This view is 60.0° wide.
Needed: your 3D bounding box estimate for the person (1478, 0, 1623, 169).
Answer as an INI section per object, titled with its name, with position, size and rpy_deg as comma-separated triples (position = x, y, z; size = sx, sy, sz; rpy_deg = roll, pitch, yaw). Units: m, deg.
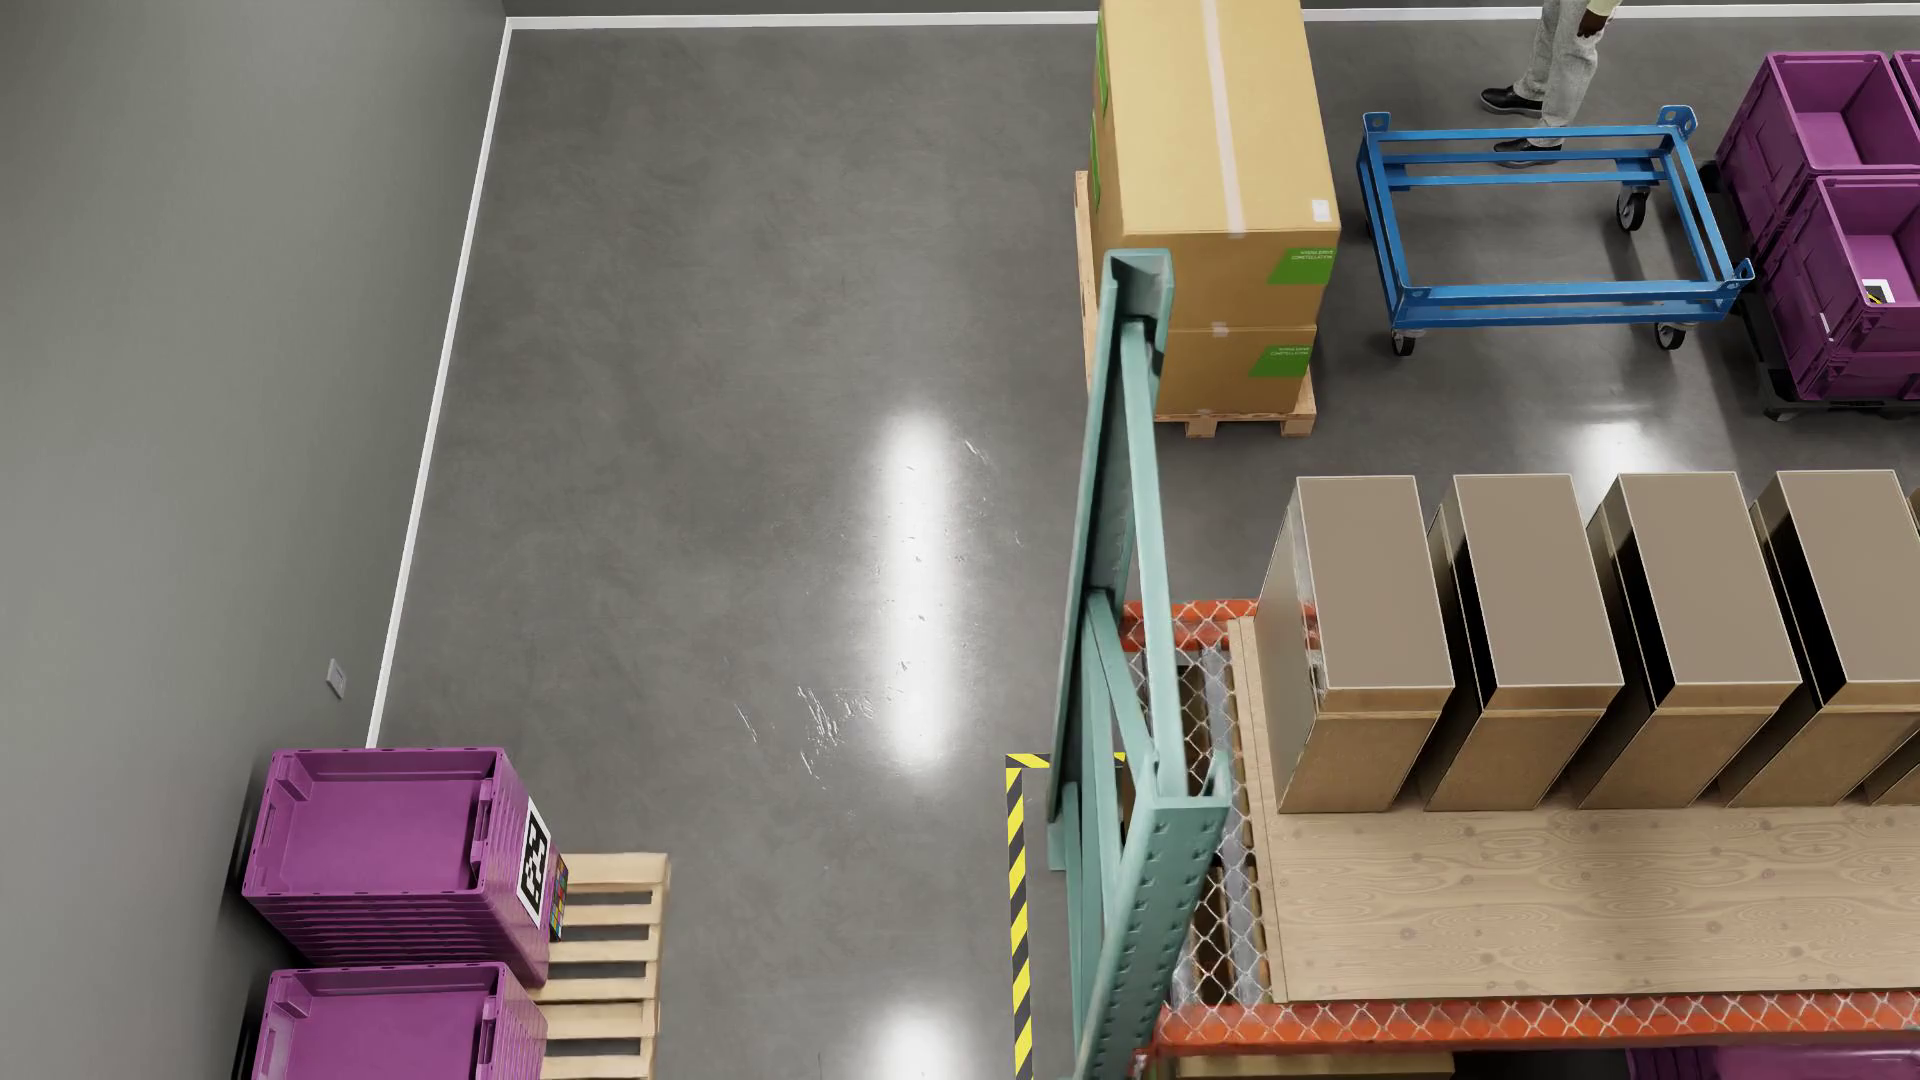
[person]
position = 2.298, -2.149, 6.080
size = 0.404, 1.831, 0.601
rpy_deg = 2, 58, 1
